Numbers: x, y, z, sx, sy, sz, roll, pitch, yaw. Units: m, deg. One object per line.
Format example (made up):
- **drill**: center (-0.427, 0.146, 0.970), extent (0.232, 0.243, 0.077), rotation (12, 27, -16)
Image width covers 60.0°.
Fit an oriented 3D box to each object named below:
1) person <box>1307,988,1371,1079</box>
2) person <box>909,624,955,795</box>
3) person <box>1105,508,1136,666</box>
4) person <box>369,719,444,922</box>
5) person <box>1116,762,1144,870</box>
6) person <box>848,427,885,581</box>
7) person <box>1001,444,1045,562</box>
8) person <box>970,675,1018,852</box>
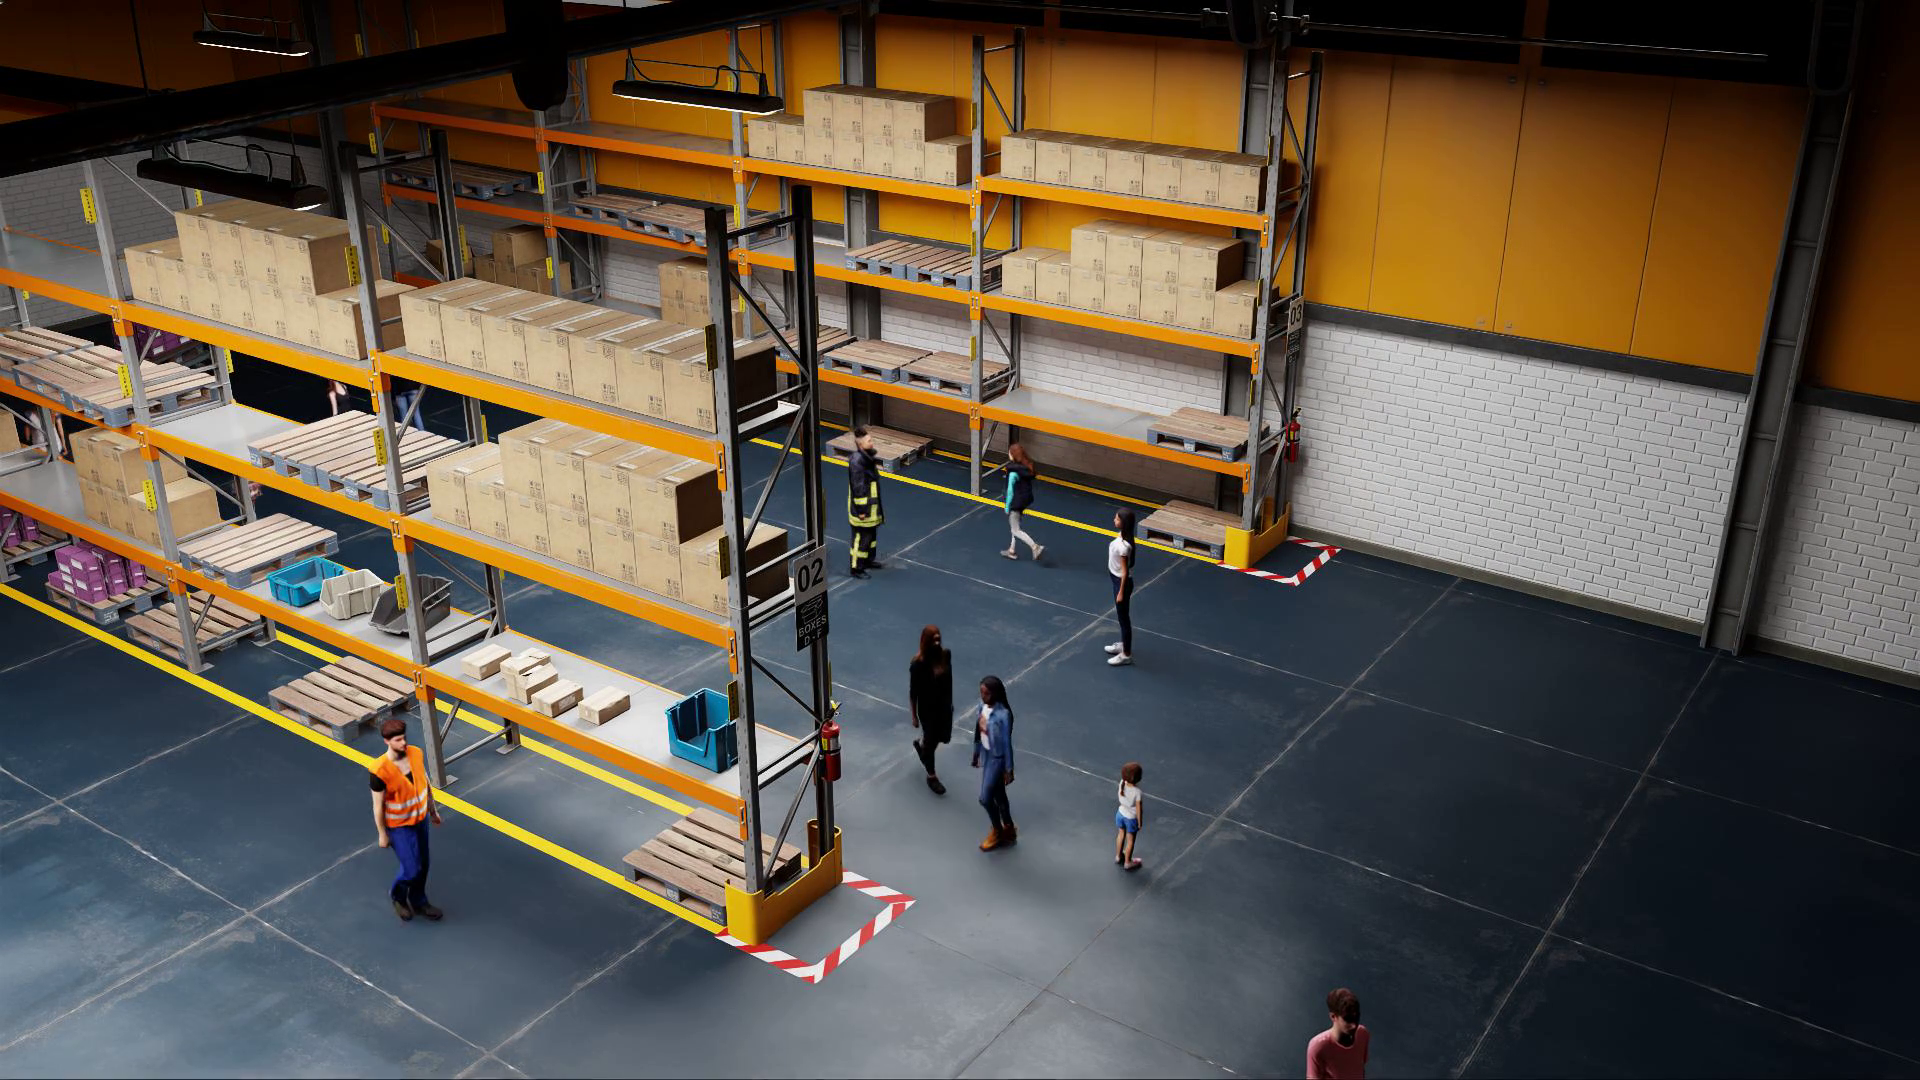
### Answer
- **person**: center (2.320, 3.611, 10.397), extent (0.709, 1.958, 0.681), rotation (-14, 27, -29)
- **person**: center (-0.299, 1.518, 15.511), extent (0.772, 1.696, 0.919), rotation (-15, 28, -31)
- **person**: center (1.745, 0.486, 17.776), extent (0.681, 1.774, 0.667), rotation (1, 24, 3)
- **person**: center (-4.576, 2.268, 13.577), extent (0.731, 1.872, 0.718), rotation (12, 26, 25)
- **person**: center (1.460, 2.368, 14.412), extent (0.521, 1.019, 0.424), rotation (-16, 28, -33)
- **person**: center (-1.156, -0.483, 19.869), extent (0.855, 1.873, 0.869), rotation (4, 24, 10)
- **person**: center (0.765, -0.428, 20.229), extent (0.863, 1.483, 0.658), rotation (9, 25, 21)
- **person**: center (0.389, 1.921, 14.588), extent (0.835, 1.698, 0.743), rotation (-12, 27, -26)
